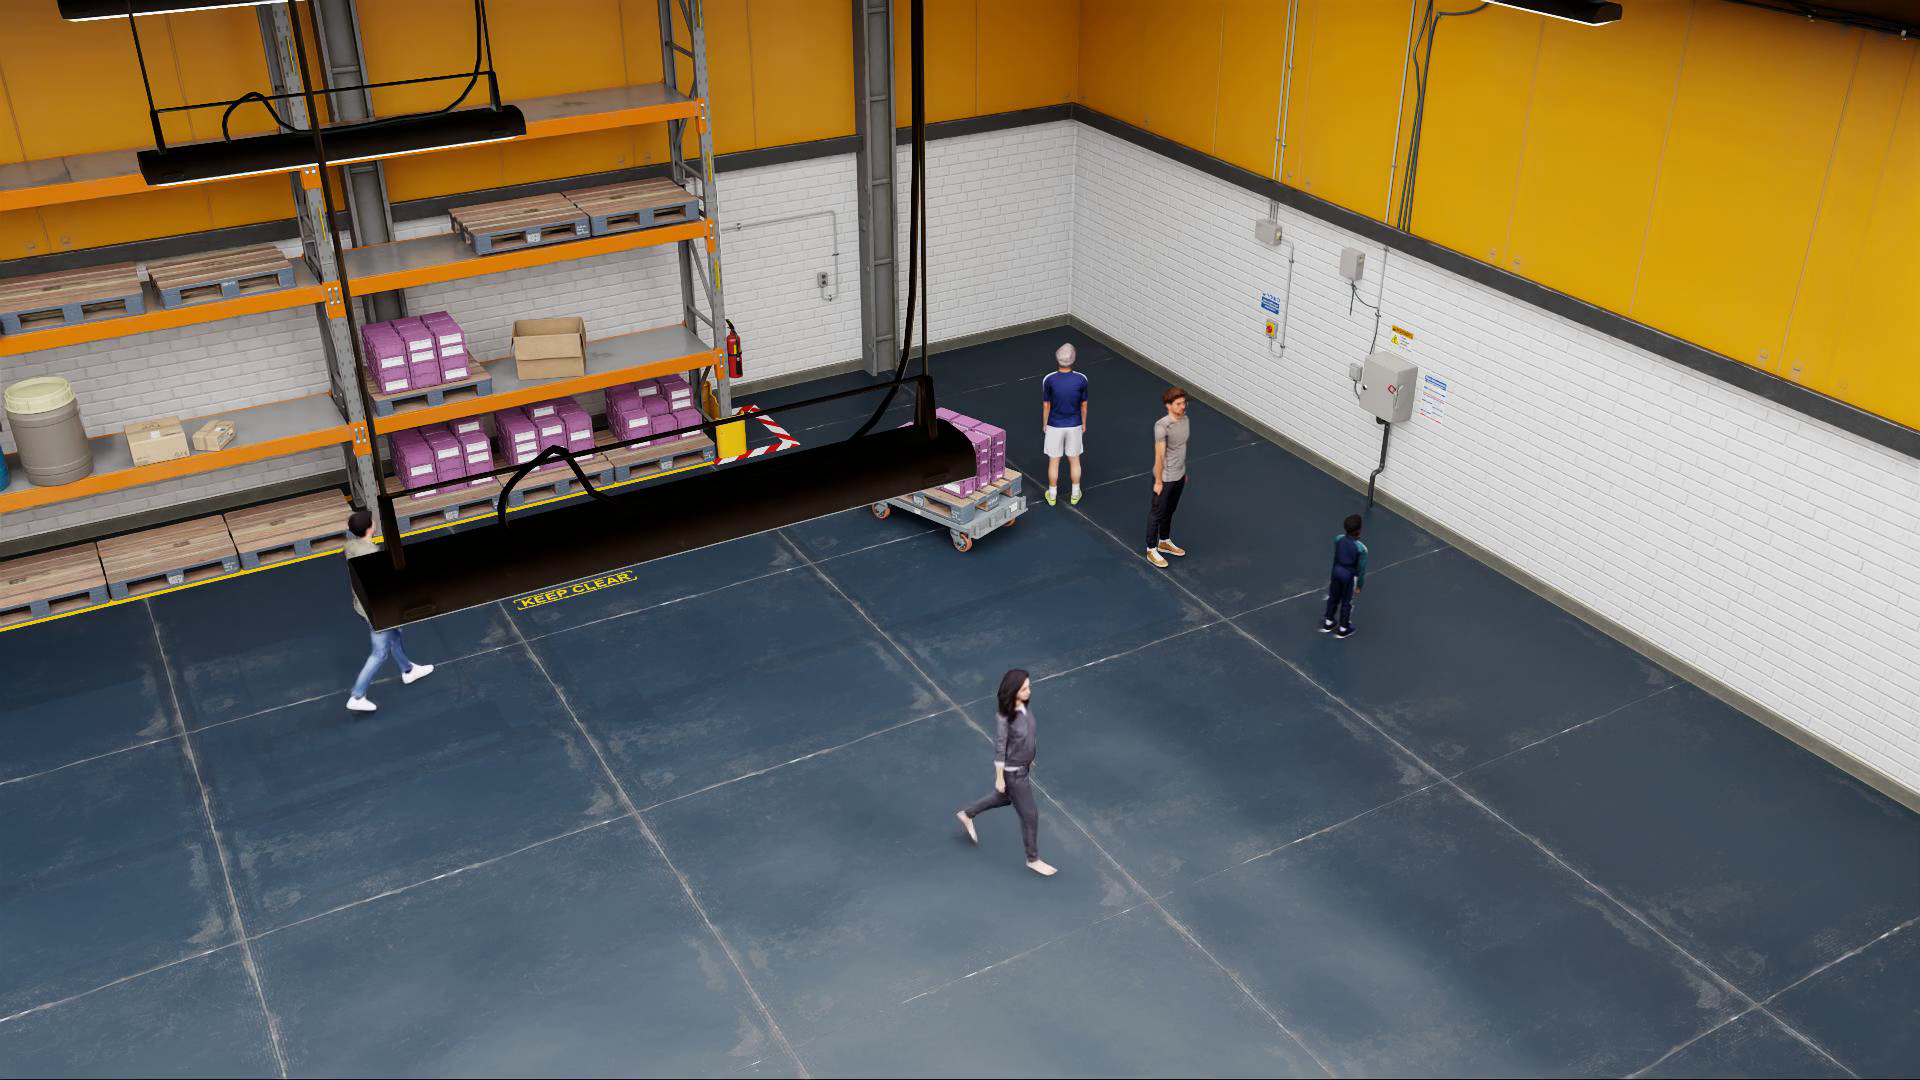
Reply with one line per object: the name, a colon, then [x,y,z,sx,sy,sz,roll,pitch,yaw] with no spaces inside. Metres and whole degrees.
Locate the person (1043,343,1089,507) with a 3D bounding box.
person: [1.122,-1.239,17.843,0.656,1.839,0.779,-1,29,-2]

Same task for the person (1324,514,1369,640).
person: [3.611,0.327,15.582,0.541,1.255,0.545,25,37,37]

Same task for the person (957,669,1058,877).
person: [0.330,1.708,12.556,1.056,1.727,1.137,14,31,24]

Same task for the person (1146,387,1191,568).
person: [2.099,-0.667,16.735,0.759,1.896,0.603,24,37,37]

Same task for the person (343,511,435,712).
person: [-5.133,0.635,14.398,0.981,1.848,1.265,22,35,34]
